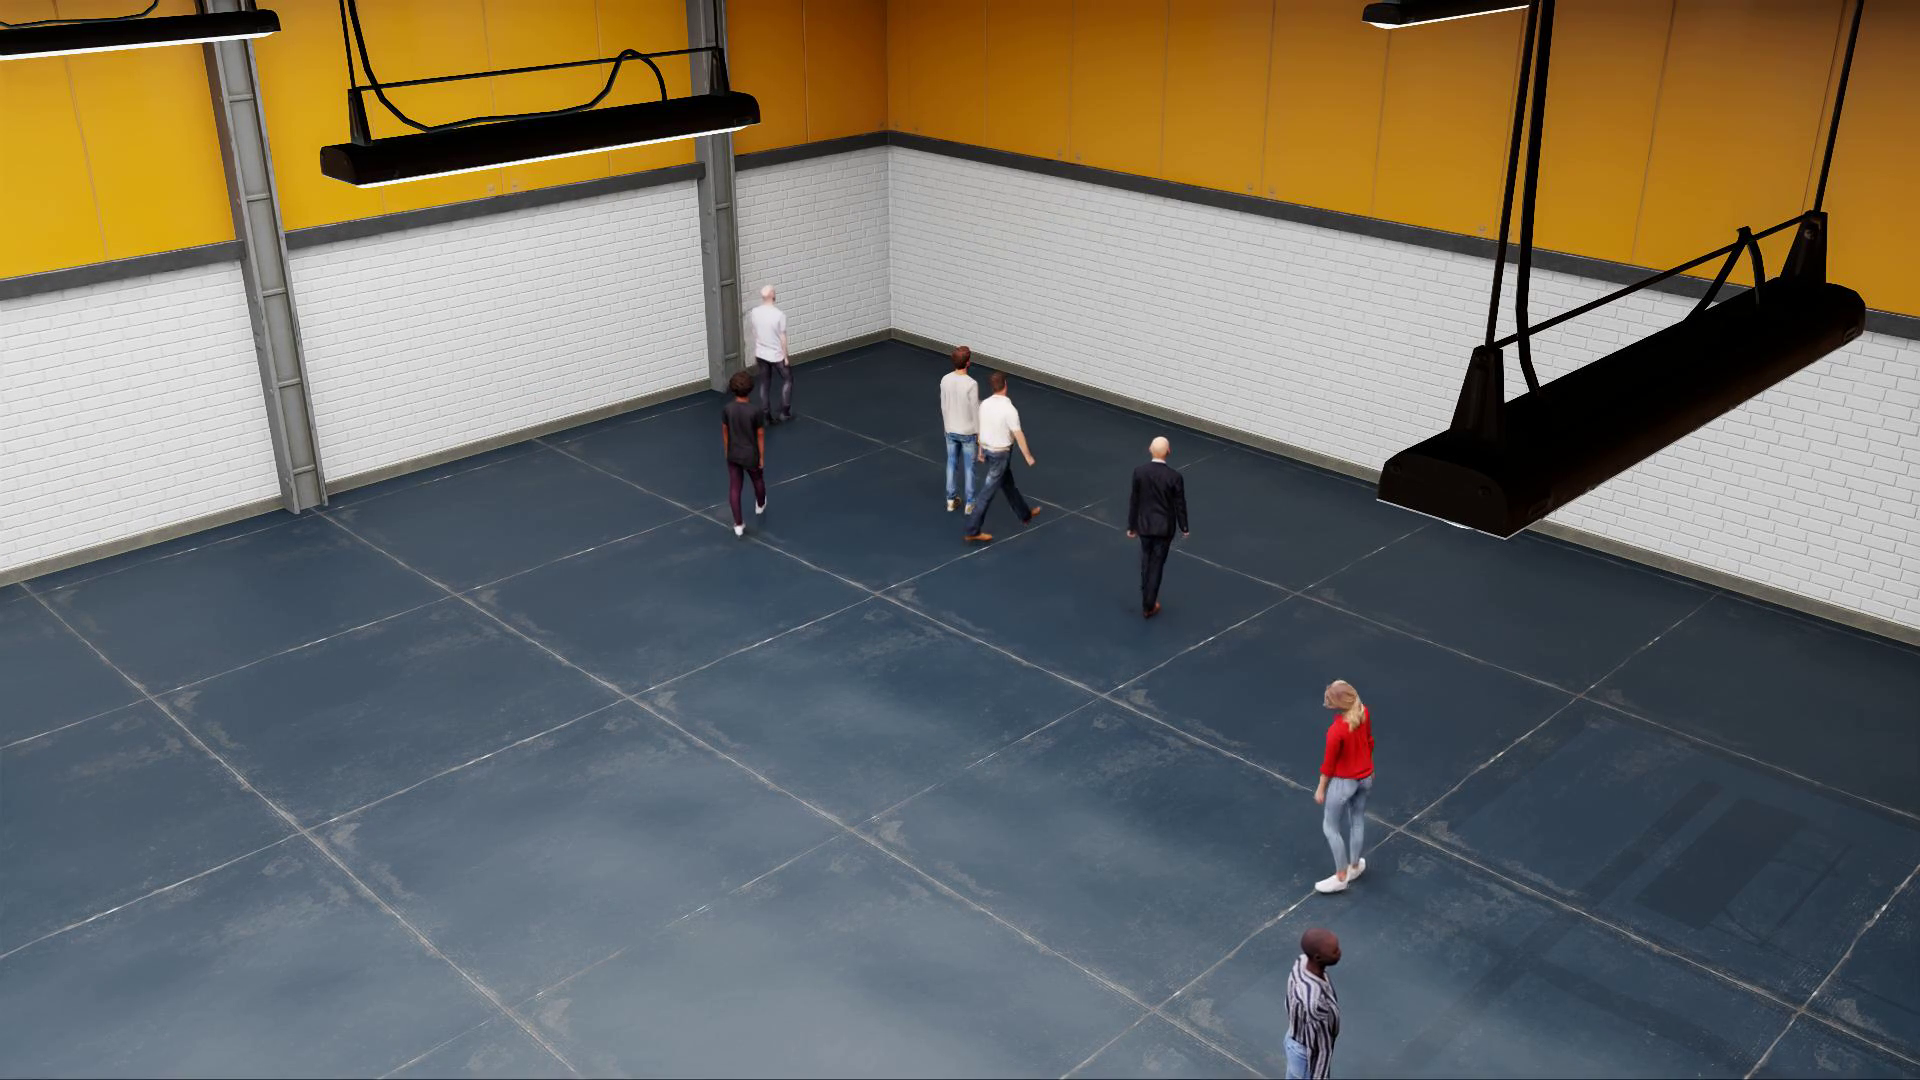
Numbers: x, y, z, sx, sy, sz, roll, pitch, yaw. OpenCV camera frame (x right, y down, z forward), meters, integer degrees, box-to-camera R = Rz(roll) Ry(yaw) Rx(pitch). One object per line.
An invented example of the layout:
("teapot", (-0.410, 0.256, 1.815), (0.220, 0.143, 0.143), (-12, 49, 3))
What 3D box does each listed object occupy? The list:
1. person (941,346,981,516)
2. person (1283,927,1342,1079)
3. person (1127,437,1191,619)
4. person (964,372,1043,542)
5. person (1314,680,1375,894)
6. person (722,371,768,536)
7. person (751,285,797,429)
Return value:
("person", (0.020, -1.213, 18.342), (0.706, 1.906, 0.658), (14, 27, 29))
("person", (1.898, 2.875, 9.126), (0.739, 1.796, 0.688), (-1, 24, -2))
("person", (1.850, -0.090, 15.932), (0.864, 1.778, 0.968), (12, 26, 25))
("person", (0.306, -0.821, 17.597), (1.317, 1.784, 0.922), (-13, 27, -27))
("person", (2.827, 1.723, 11.908), (0.487, 1.680, 0.787), (-11, 26, -24))
("person", (-2.338, -0.898, 17.829), (1.074, 1.740, 1.126), (0, 24, -1))
("person", (-2.416, -2.280, 20.888), (0.812, 1.822, 0.859), (10, 26, 22))
